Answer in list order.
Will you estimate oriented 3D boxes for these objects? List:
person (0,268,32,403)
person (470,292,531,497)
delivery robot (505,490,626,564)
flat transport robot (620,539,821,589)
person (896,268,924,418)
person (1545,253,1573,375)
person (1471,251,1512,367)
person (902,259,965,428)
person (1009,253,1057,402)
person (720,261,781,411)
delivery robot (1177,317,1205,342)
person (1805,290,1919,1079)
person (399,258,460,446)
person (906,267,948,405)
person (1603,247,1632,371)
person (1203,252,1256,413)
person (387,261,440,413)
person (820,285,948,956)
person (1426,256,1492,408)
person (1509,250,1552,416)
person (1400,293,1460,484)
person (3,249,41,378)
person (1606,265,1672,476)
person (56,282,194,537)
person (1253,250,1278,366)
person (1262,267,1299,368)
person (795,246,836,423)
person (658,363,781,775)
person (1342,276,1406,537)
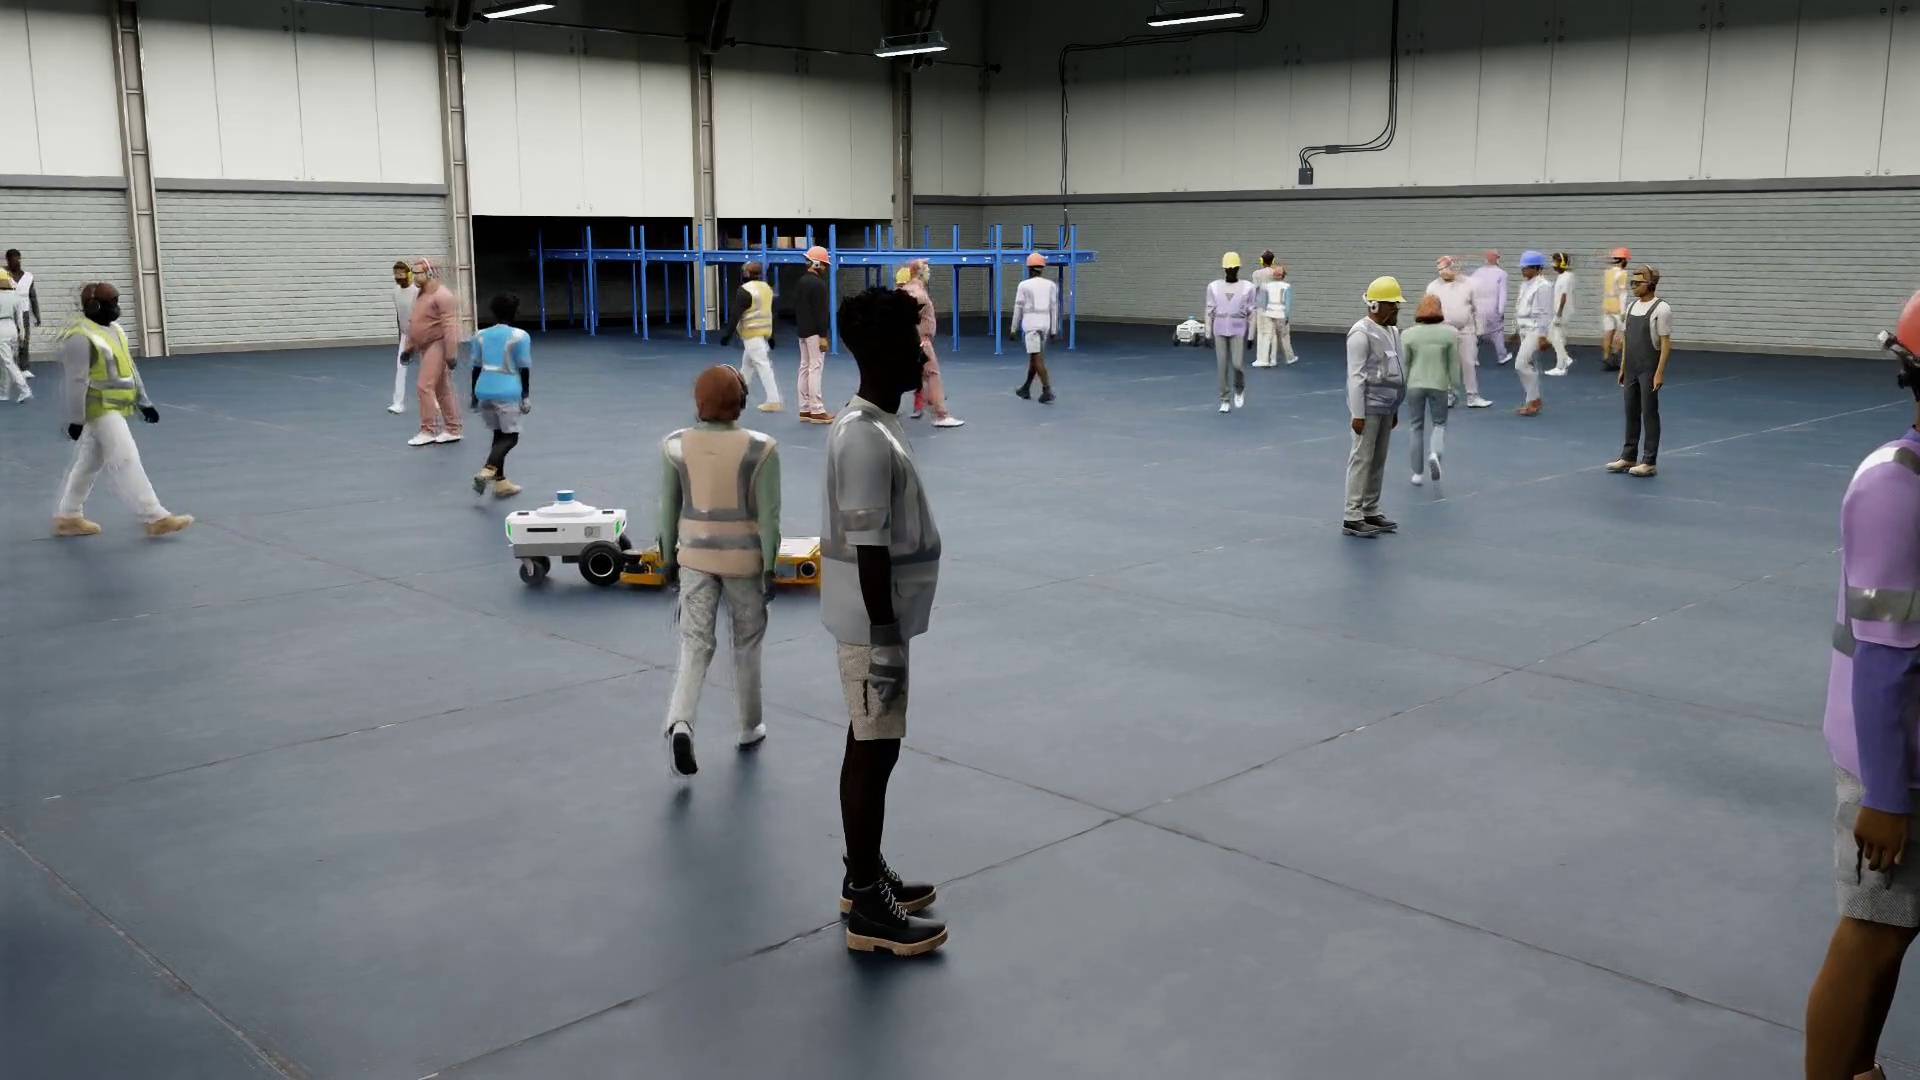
[{"bbox_3d":[-12.145,-2.614,21.186,0.865,1.706,0.491,5,11,25],"label":"person"},{"bbox_3d":[-3.728,-1.147,13.287,0.544,1.662,0.609,5,12,27],"label":"person"},{"bbox_3d":[-2.437,-0.064,10.291,0.707,0.478,0.477,-1,11,-5],"label":"delivery robot"},{"bbox_3d":[-1.315,0.125,10.290,1.431,0.197,0.652,1,10,6],"label":"flat transport robot"},{"bbox_3d":[-0.642,-2.236,19.072,0.544,1.718,0.859,4,11,21],"label":"person"},{"bbox_3d":[9.081,-3.425,25.225,0.393,1.846,0.549,3,11,14],"label":"person"},{"bbox_3d":[8.613,-3.749,26.992,1.033,1.848,0.667,-10,14,-44],"label":"person"},{"bbox_3d":[-0.496,-2.171,18.377,0.989,1.863,0.656,-3,11,-16],"label":"person"},{"bbox_3d":[0.968,-2.722,21.301,0.563,1.888,0.996,-6,12,-30],"label":"person"},{"bbox_3d":[-2.573,-2.469,20.178,0.977,1.783,0.640,4,11,20],"label":"person"},{"bbox_3d":[4.464,-4.061,32.089,0.477,0.478,0.707,6,12,30],"label":"delivery robot"},{"bbox_3d":[2.063,0.451,3.556,0.372,2.043,0.615,9,14,41],"label":"person"},{"bbox_3d":[-5.425,-1.897,16.817,0.765,1.875,0.636,-7,13,-35],"label":"person"},{"bbox_3d":[-0.634,-2.487,20.475,0.922,1.716,0.547,-1,10,-4],"label":"person"},{"bbox_3d":[10.286,-3.598,25.969,0.445,1.922,0.581,-2,11,-12],"label":"person"},{"bbox_3d":[3.226,-2.489,19.952,0.596,1.912,0.409,3,11,18],"label":"person"},{"bbox_3d":[-6.613,-2.473,20.167,0.505,1.813,0.987,4,11,19],"label":"person"},{"bbox_3d":[-0.235,0.229,4.980,0.367,1.966,0.607,-1,10,-5],"label":"person"},{"bbox_3d":[6.110,-2.533,20.355,0.843,1.860,0.407,3,11,14],"label":"person"},{"bbox_3d":[6.694,-2.424,19.560,0.467,1.931,0.632,0,10,-2],"label":"person"},{"bbox_3d":[3.965,-1.274,14.096,0.524,1.619,0.413,3,11,14],"label":"person"},{"bbox_3d":[-14.014,-3.362,24.711,0.438,1.906,0.629,7,13,35],"label":"person"},{"bbox_3d":[6.045,-1.500,14.742,0.328,1.844,0.513,-4,11,-18],"label":"person"},{"bbox_3d":[-5.996,-0.916,11.716,0.983,1.790,0.625,-2,11,-9],"label":"person"},{"bbox_3d":[4.966,-3.756,26.977,0.533,1.868,0.310,-1,10,-8],"label":"person"},{"bbox_3d":[5.137,-3.581,26.736,0.536,1.594,0.850,9,14,41],"label":"person"},{"bbox_3d":[-1.652,-2.338,18.933,0.406,1.983,0.613,-6,12,-28],"label":"person"},{"bbox_3d":[-0.974,0.109,6.622,0.523,1.612,0.755,2,11,9],"label":"person"},{"bbox_3d":[2.952,-0.951,11.811,0.403,1.823,0.597,8,13,39],"label":"person"}]
